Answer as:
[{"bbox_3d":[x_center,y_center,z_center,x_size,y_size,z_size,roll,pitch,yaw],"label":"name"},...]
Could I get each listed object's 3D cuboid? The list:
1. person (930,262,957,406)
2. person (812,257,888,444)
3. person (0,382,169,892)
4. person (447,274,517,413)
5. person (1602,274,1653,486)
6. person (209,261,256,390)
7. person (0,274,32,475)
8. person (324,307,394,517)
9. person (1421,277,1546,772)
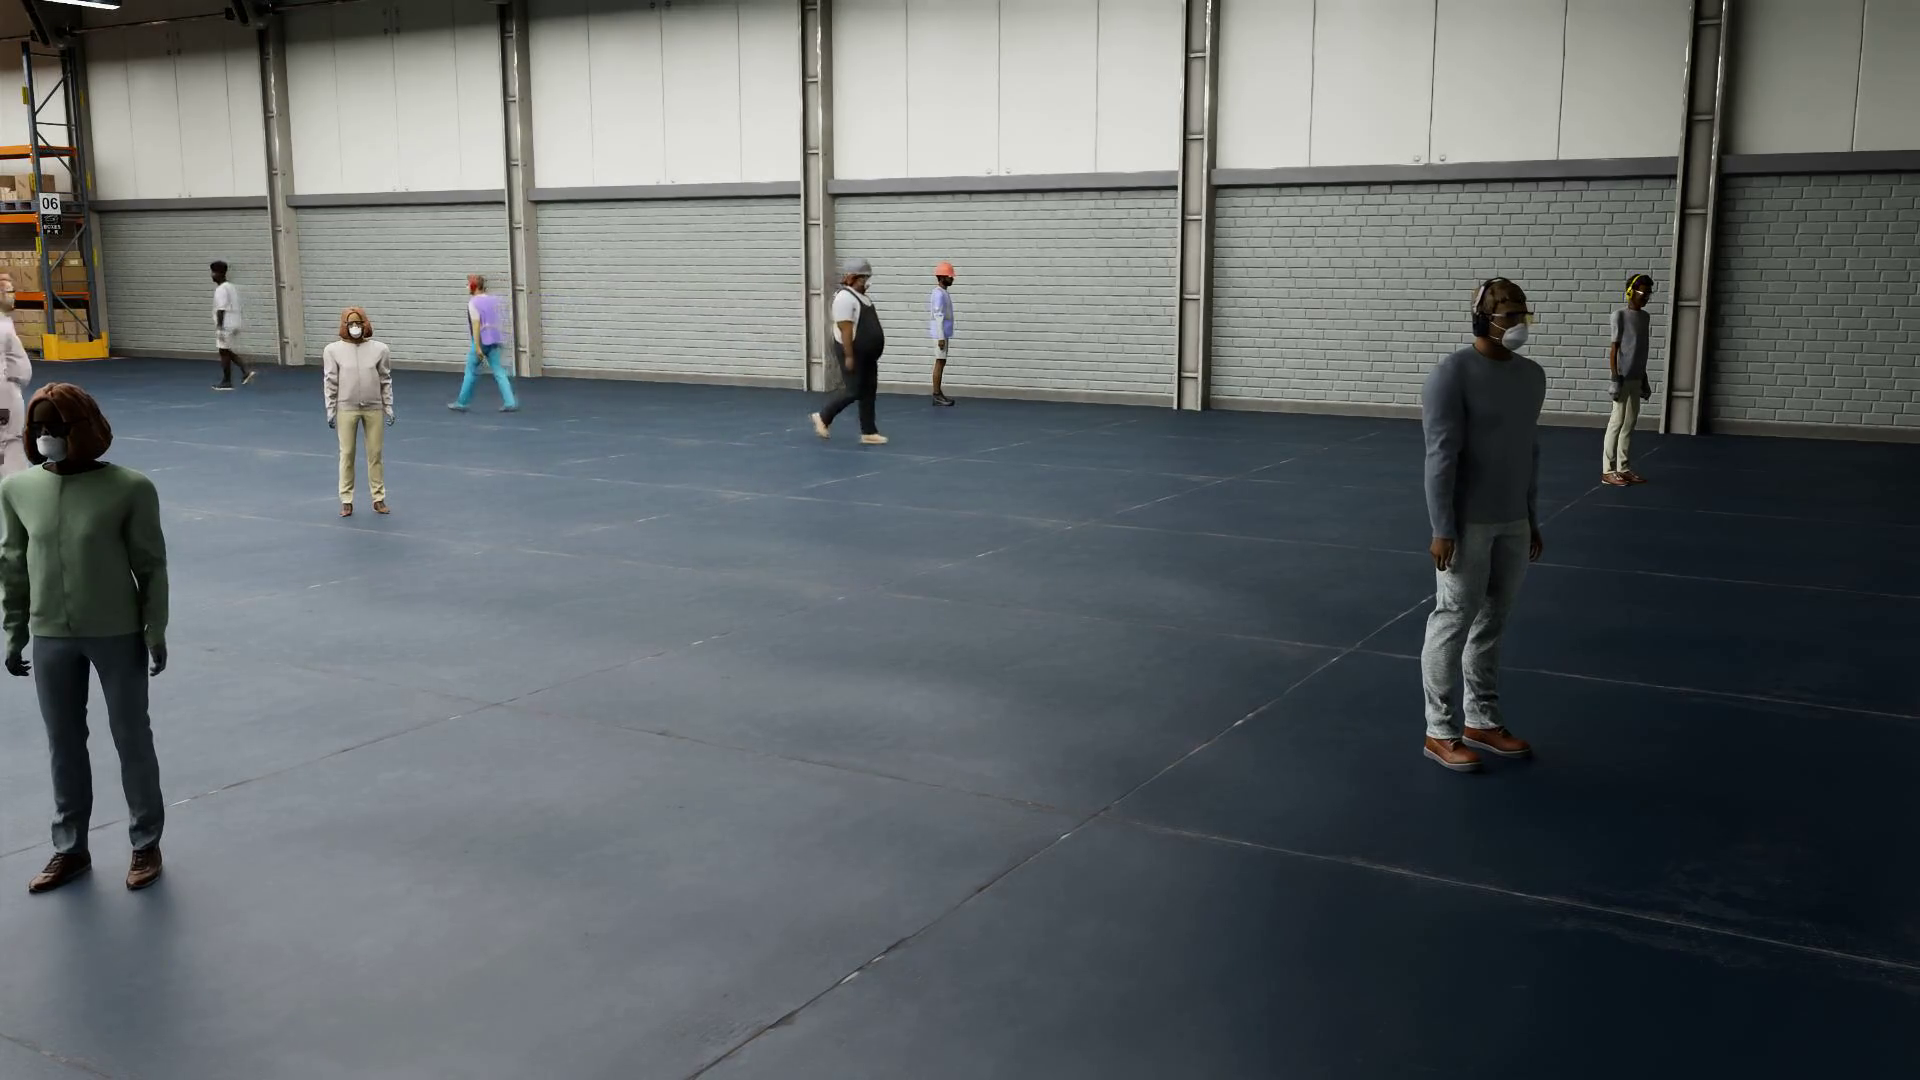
[{"bbox_3d":[-0.213,-2.782,22.527,0.370,1.935,0.552,1,10,4],"label":"person"},{"bbox_3d":[-1.157,-2.038,17.869,0.719,2.000,0.691,4,10,21],"label":"person"},{"bbox_3d":[-2.779,0.313,5.295,0.507,1.632,0.268,-1,10,-4],"label":"person"},{"bbox_3d":[-6.184,-2.530,21.488,0.995,1.793,0.562,3,10,20],"label":"person"},{"bbox_3d":[5.945,-1.414,14.742,0.508,1.865,0.329,-7,12,-35],"label":"person"},{"bbox_3d":[-11.073,-3.238,25.144,0.512,1.954,0.637,-1,10,-6],"label":"person"},{"bbox_3d":[-7.465,-1.110,12.871,0.642,1.891,0.659,-7,12,-34],"label":"person"},{"bbox_3d":[-4.688,-1.003,12.999,0.508,1.632,0.264,-5,11,-27],"label":"person"},{"bbox_3d":[2.089,-0.064,6.615,0.629,1.940,0.372,-7,12,-34],"label":"person"}]
